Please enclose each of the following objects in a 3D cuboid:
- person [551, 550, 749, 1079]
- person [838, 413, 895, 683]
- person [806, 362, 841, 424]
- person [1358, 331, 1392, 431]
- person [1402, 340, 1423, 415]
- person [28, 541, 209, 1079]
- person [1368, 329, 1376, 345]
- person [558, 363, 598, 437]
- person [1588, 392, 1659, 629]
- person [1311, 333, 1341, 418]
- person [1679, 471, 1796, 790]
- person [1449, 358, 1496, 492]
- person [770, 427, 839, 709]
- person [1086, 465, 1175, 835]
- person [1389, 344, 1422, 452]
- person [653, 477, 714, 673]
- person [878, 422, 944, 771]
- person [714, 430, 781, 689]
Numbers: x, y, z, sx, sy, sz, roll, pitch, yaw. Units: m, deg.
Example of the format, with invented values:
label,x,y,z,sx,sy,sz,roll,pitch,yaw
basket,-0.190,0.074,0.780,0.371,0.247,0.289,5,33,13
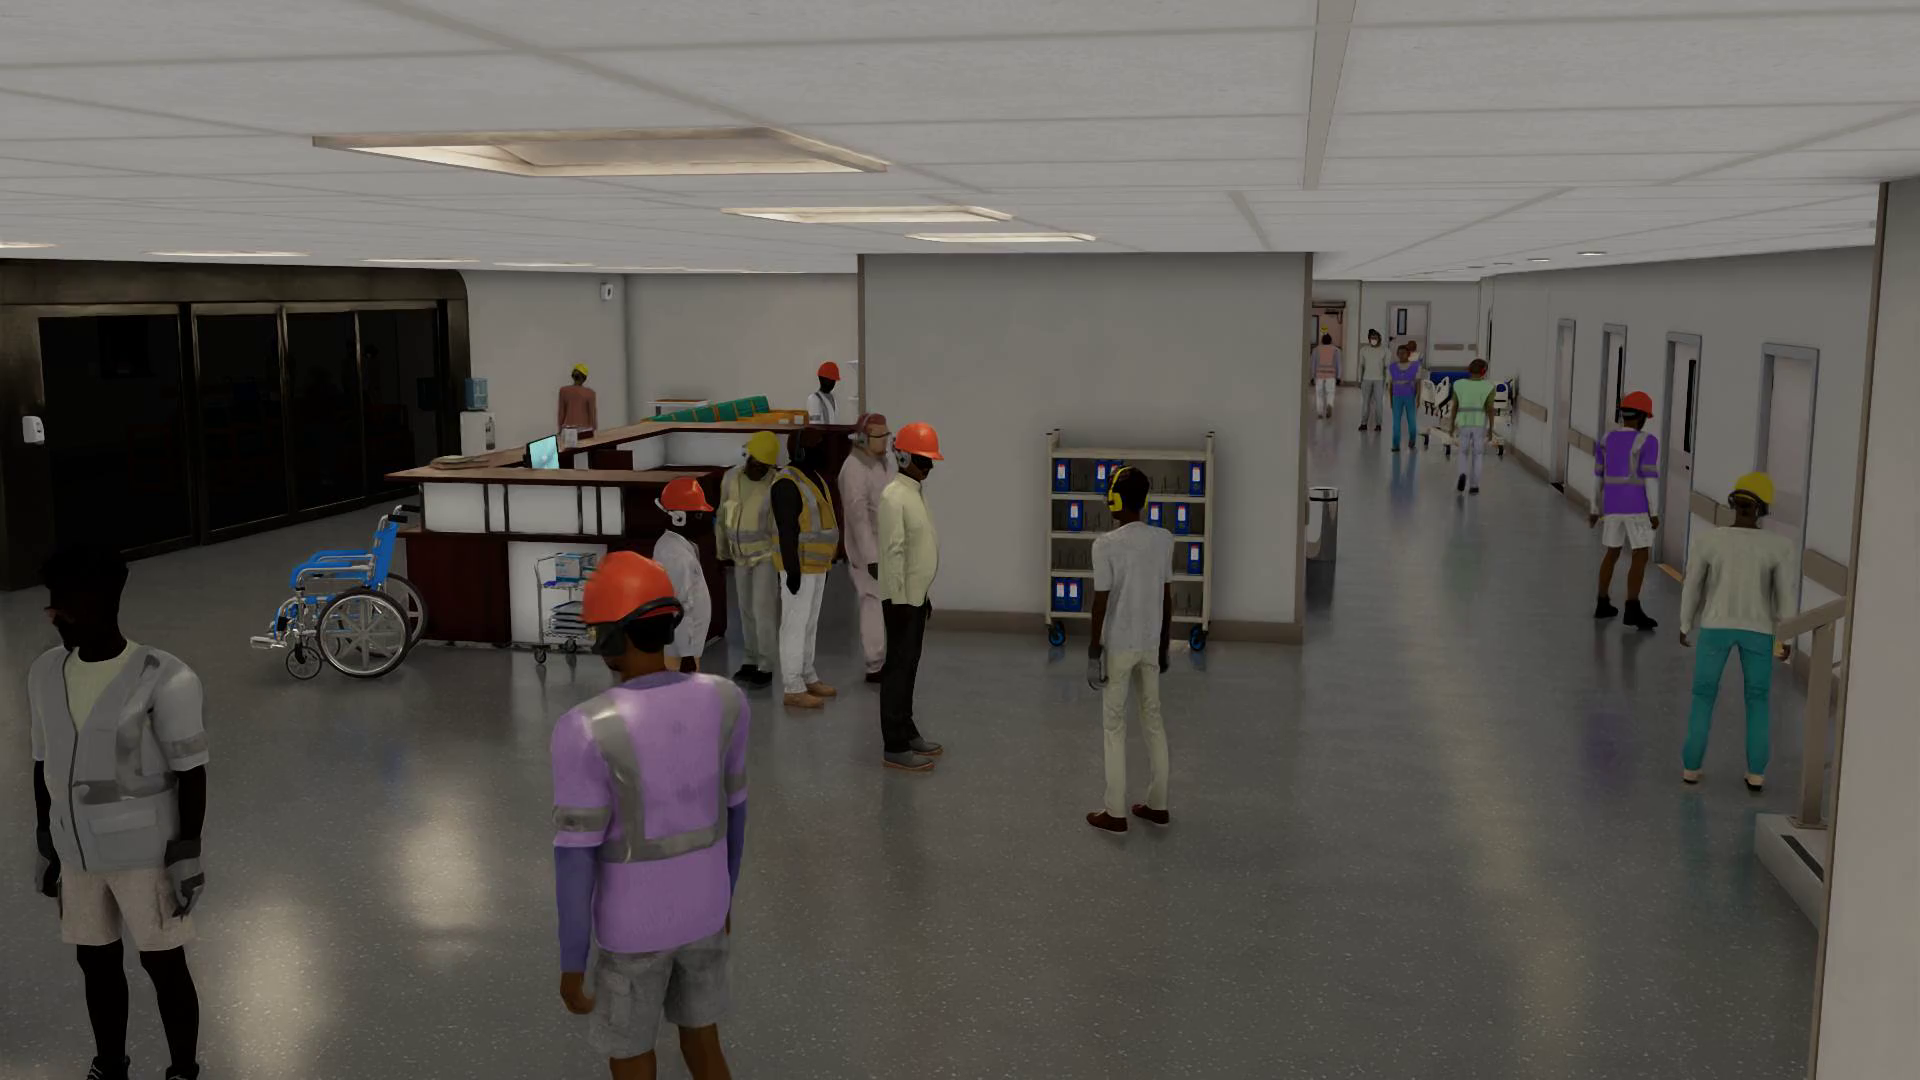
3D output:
label,x,y,z,sx,sy,sz,roll,pitch,yaw
person,-0.870,1.038,4.629,0.620,2.031,0.430,-8,12,-43
person,-0.568,0.059,11.572,0.456,1.892,0.664,3,9,19
person,-1.506,-1.046,18.792,0.375,1.930,0.542,3,9,20
person,8.045,-3.091,32.332,0.627,1.940,0.372,4,9,25
person,9.869,-3.549,36.394,0.509,1.629,0.315,-1,9,-4
person,-2.687,0.969,5.298,0.614,1.963,0.362,2,9,13
person,10.977,-4.772,44.284,0.317,1.695,0.540,2,9,11
person,-5.172,-1.527,22.572,0.540,1.744,0.368,1,9,5
person,5.465,-0.250,13.594,0.544,1.913,0.751,-5,10,-28
person,7.732,-3.454,35.156,0.634,1.825,0.694,2,9,12
person,4.273,0.493,9.167,0.564,1.749,0.379,4,9,25
person,6.878,-1.531,22.362,0.601,1.817,0.487,4,9,25
person,-1.013,0.173,10.993,0.430,1.845,0.619,2,9,13
person,0.859,0.554,8.412,0.517,1.860,0.319,-5,10,-29
person,7.588,-2.426,28.337,0.583,1.818,0.825,5,10,28
person,-1.465,0.536,8.869,0.336,1.749,0.575,-2,9,-15
person,-0.282,0.316,9.566,0.392,1.985,0.610,2,9,11
person,-1.409,0.123,11.496,0.637,1.791,0.432,6,10,33
